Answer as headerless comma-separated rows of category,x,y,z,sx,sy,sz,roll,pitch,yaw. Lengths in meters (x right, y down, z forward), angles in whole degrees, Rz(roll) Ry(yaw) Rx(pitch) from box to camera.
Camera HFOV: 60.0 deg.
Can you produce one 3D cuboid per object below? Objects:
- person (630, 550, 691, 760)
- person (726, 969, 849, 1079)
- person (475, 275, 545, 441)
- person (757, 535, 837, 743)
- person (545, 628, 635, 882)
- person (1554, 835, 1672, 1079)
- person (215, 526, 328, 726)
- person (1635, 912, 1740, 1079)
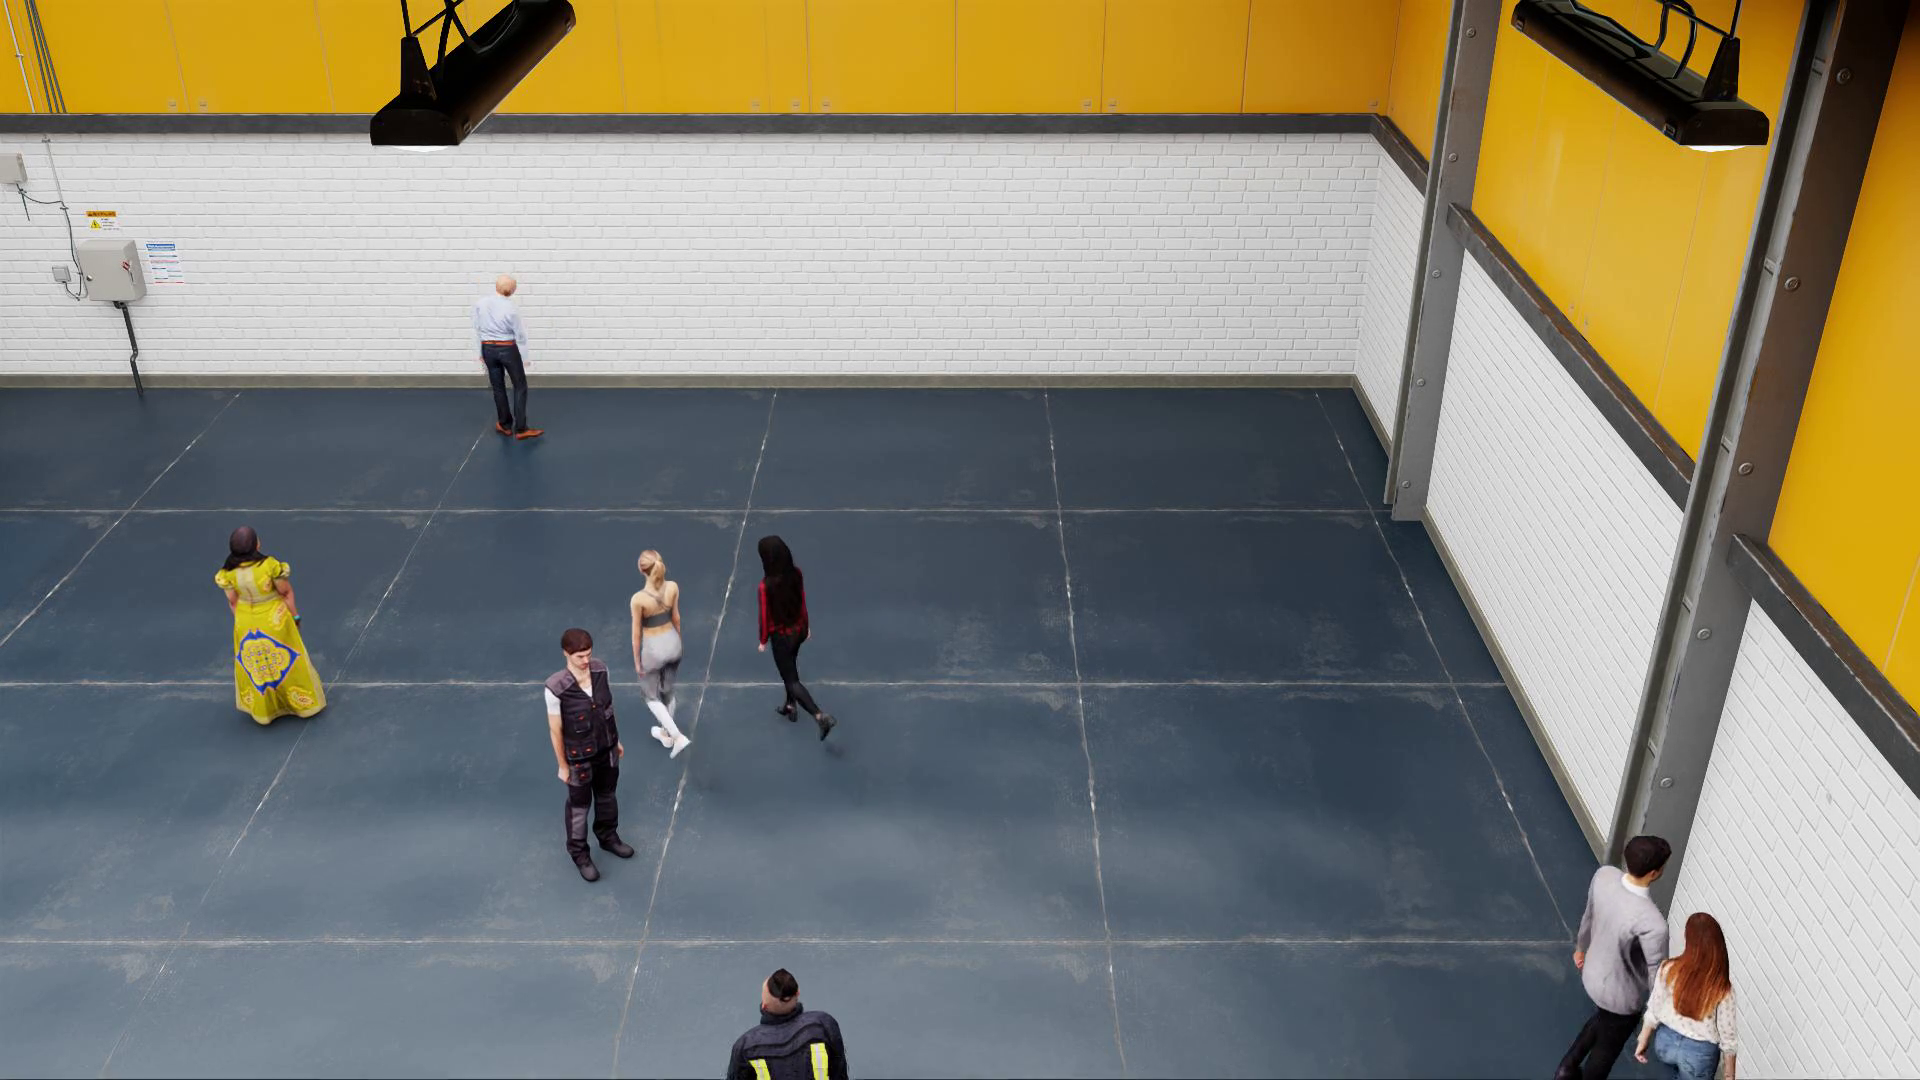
person,-2.143,0.867,12.112,0.847,1.690,0.956,-20,34,-32
person,-0.806,2.922,8.213,1.068,1.816,1.279,-13,31,-22
person,-4.730,-1.888,17.092,0.797,1.758,0.683,-4,29,-7
person,-1.238,0.750,12.390,0.975,1.628,0.975,19,34,31
person,-2.474,1.378,11.009,0.799,1.847,0.721,22,36,35
person,3.498,2.410,9.049,0.853,1.914,0.648,-4,29,-8
person,-5.243,0.636,12.565,0.902,1.661,0.835,-5,29,-9
person,3.738,2.742,8.686,1.158,1.679,1.157,-19,34,-31
